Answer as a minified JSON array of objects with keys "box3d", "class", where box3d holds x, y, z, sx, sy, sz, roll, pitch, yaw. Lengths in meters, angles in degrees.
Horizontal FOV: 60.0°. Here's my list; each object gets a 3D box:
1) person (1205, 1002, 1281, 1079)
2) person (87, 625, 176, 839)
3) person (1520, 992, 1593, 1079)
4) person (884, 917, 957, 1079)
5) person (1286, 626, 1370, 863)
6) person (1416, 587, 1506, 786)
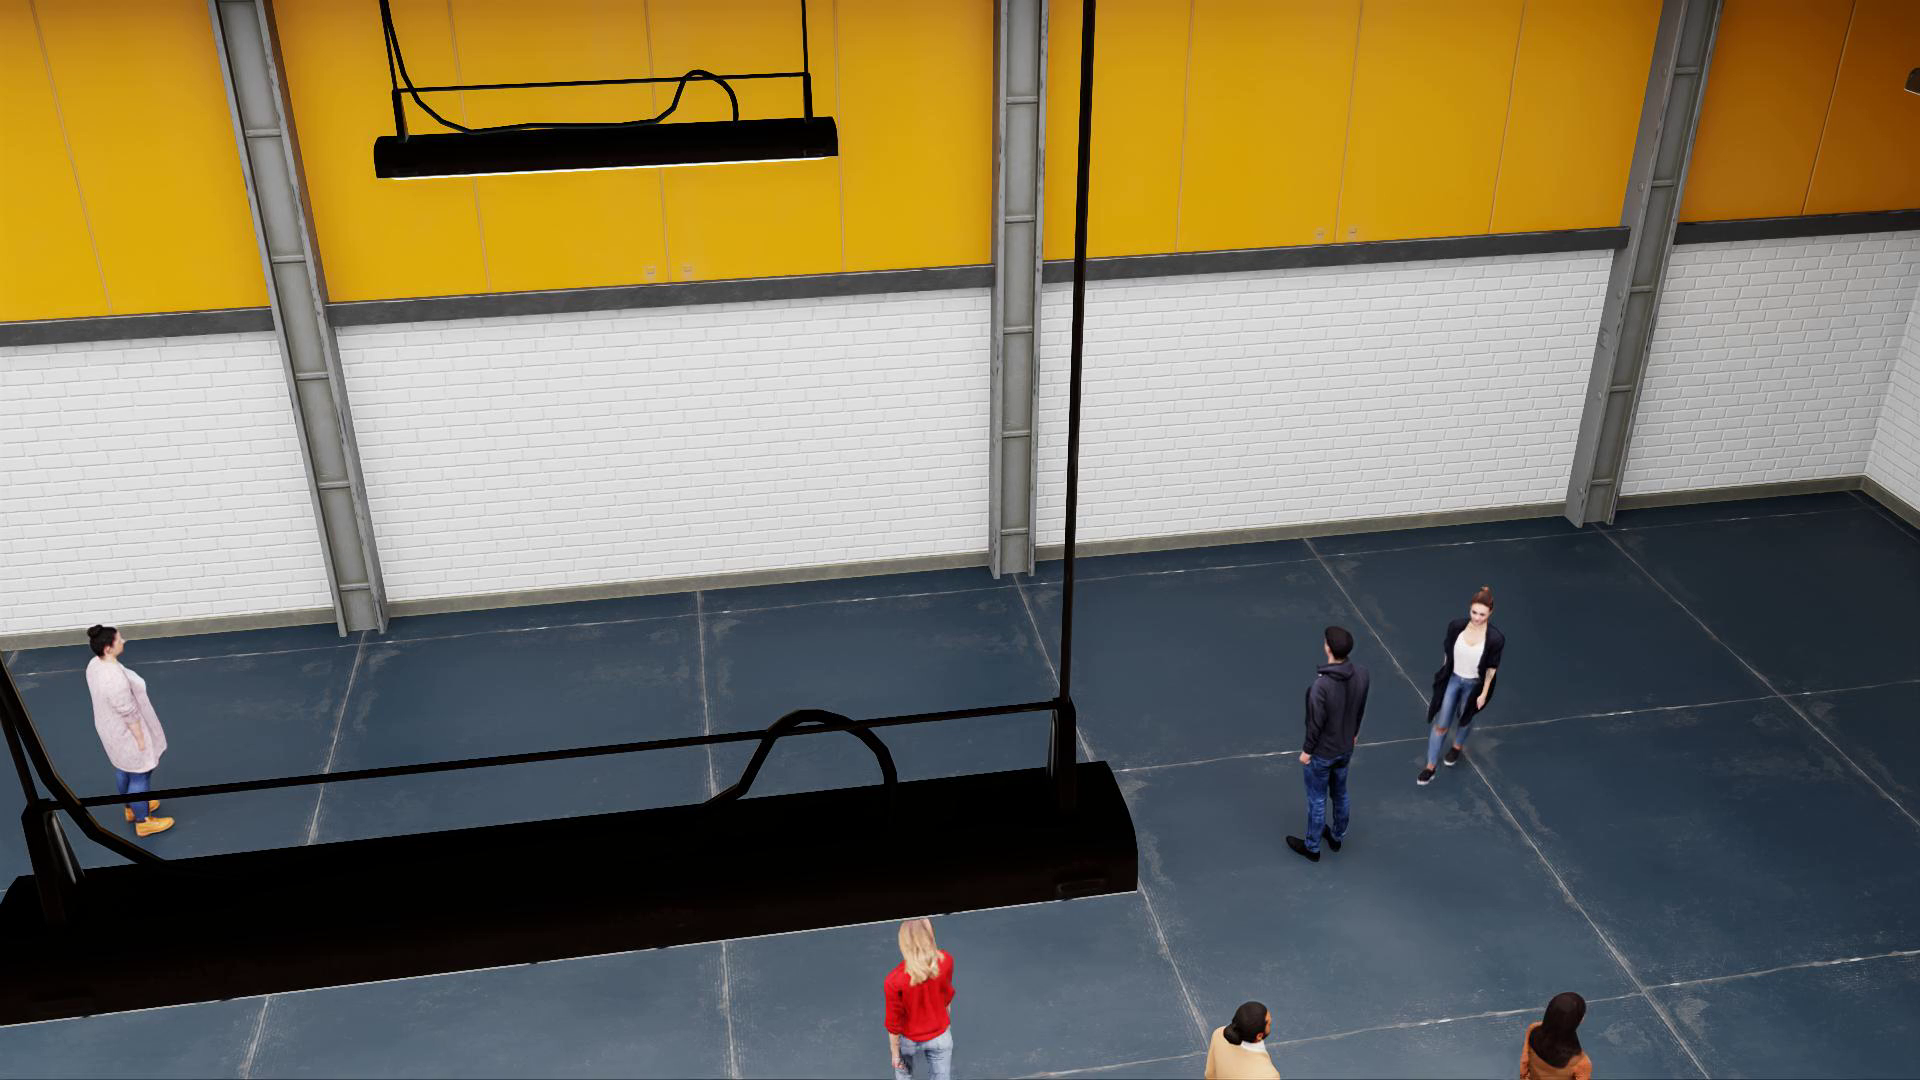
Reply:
[{"box3d":[1.509,3.161,8.931,0.735,1.754,0.744,-18,33,-30],"class":"person"},{"box3d":[-6.143,1.375,12.221,0.804,1.739,0.786,-23,36,-36],"class":"person"},{"box3d":[3.131,3.153,9.021,0.805,1.682,0.718,-17,33,-29],"class":"person"},{"box3d":[-0.176,2.895,9.500,1.089,1.676,0.890,-14,32,-24],"class":"person"},{"box3d":[2.649,1.464,11.899,0.648,1.892,0.812,-17,33,-28],"class":"person"},{"box3d":[3.948,1.072,12.864,0.979,1.656,1.024,18,34,30],"class":"person"}]
